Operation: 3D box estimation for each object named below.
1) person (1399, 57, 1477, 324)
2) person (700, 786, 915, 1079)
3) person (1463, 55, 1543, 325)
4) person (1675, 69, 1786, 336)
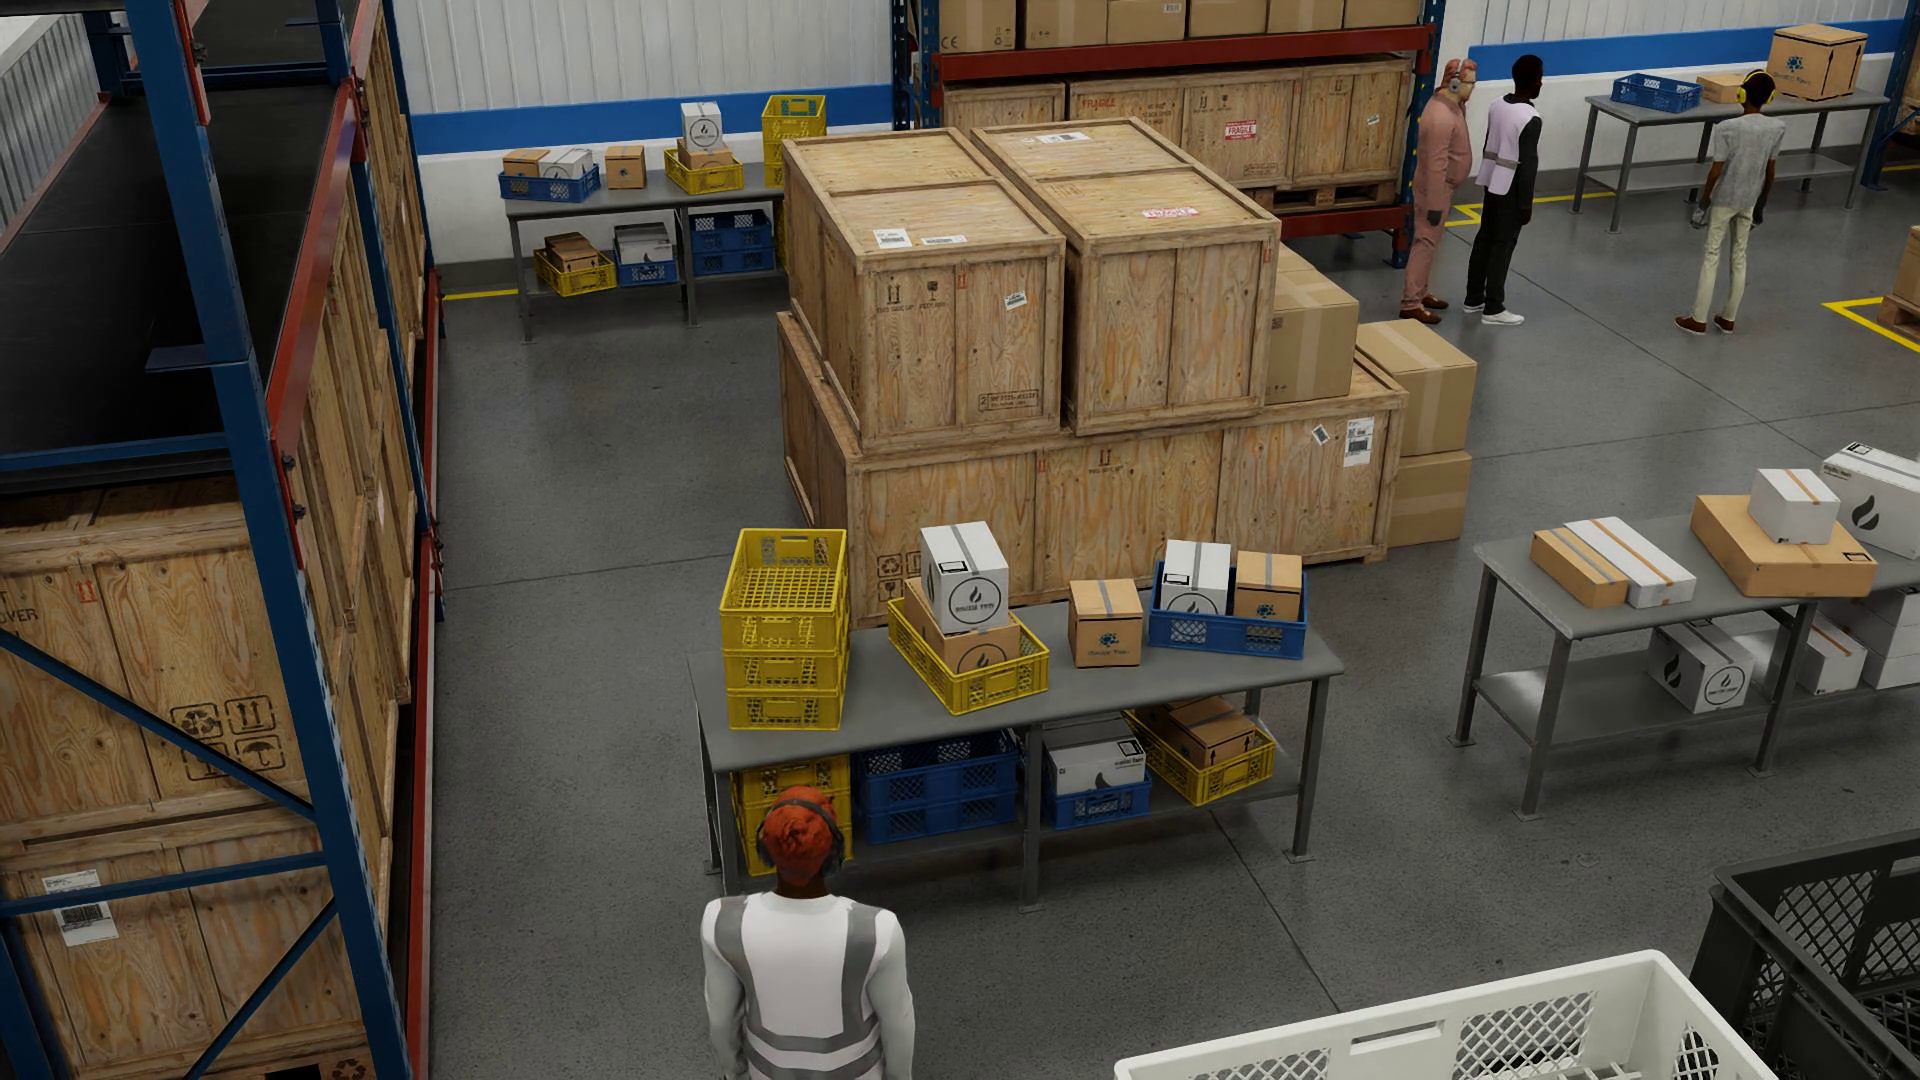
[{"bbox_3d":[3.451,-2.510,11.977,0.399,1.897,0.647,9,30,15],"label":"person"},{"bbox_3d":[-0.407,1.497,4.712,0.572,1.883,0.354,3,29,5],"label":"person"},{"bbox_3d":[3.921,-2.508,11.942,0.392,1.922,0.591,-7,30,-13],"label":"person"},{"bbox_3d":[5.439,-2.364,11.733,0.518,1.870,0.323,-2,29,-4],"label":"person"}]
